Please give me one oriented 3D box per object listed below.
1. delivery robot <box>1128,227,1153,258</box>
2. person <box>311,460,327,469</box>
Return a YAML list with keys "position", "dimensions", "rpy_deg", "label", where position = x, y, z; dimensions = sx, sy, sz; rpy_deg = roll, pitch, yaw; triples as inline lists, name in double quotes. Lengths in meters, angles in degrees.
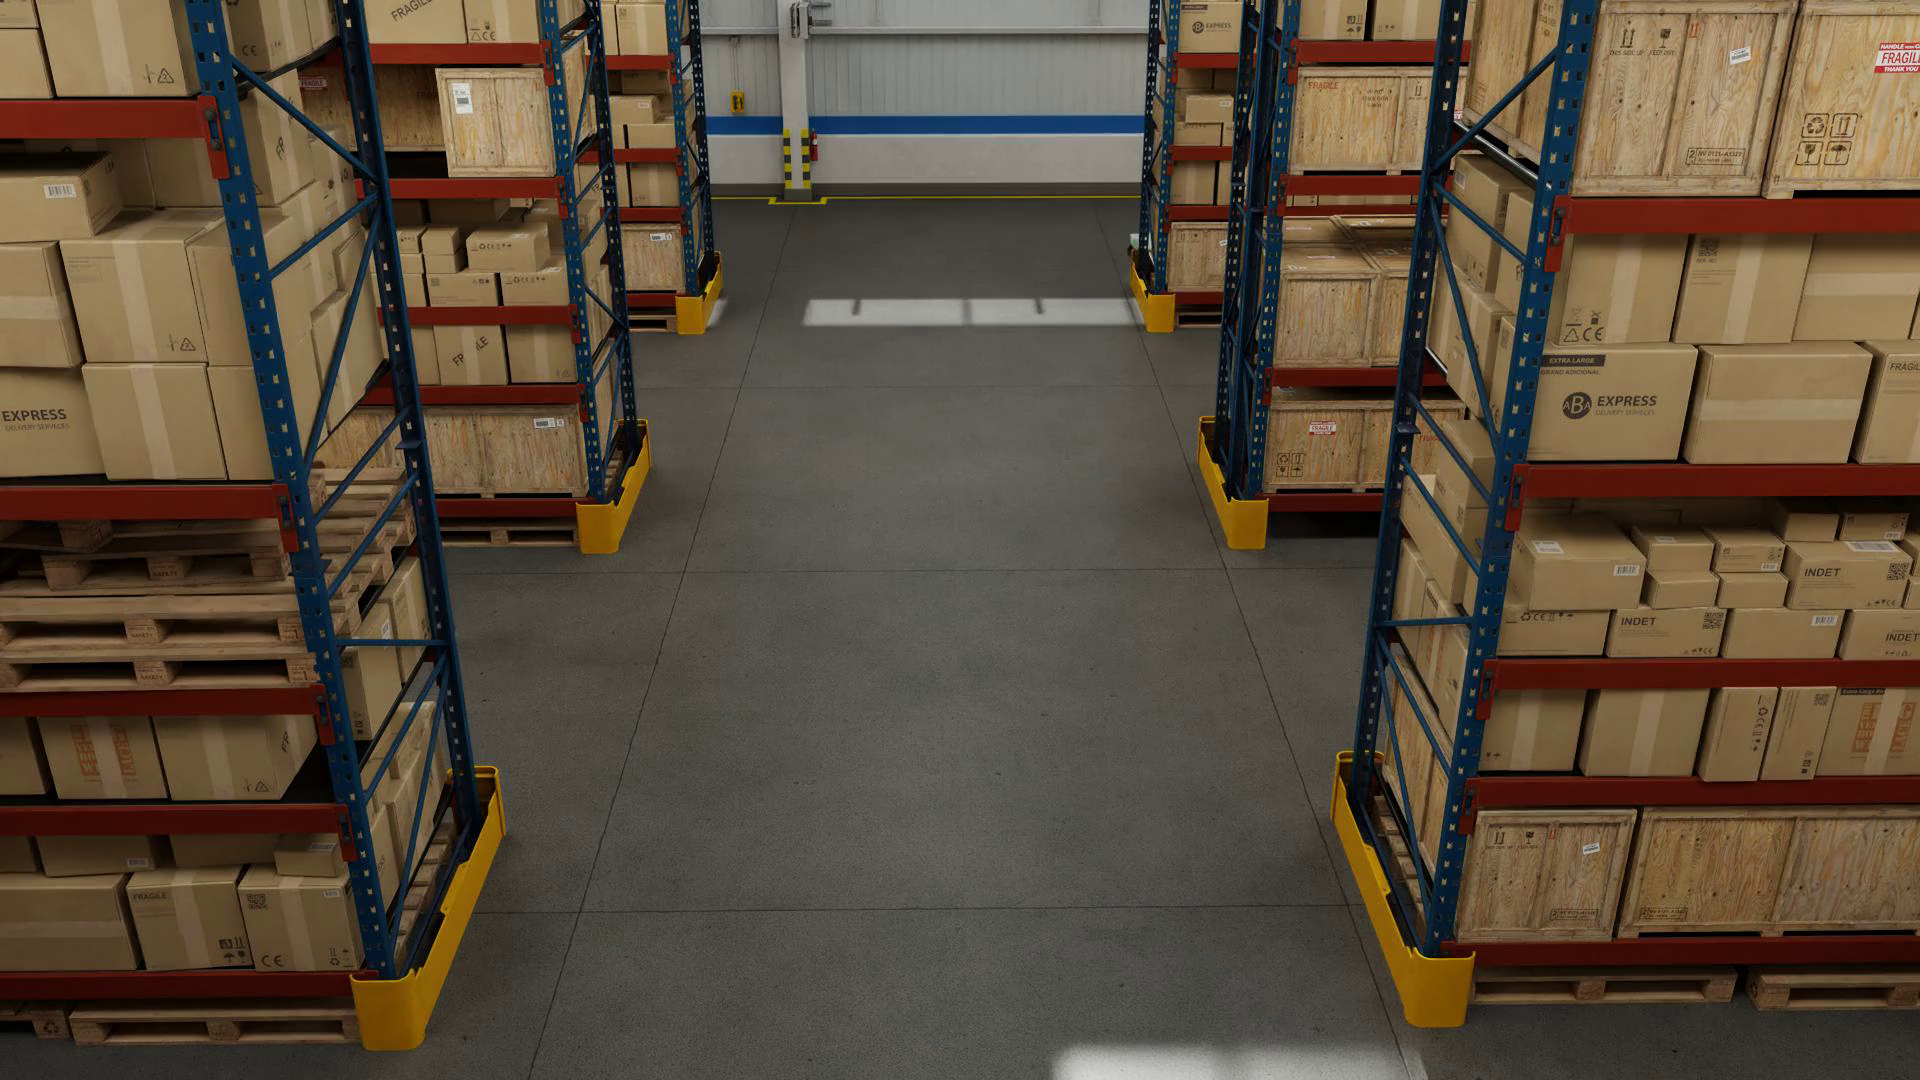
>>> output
- position: [2.861, -4.270, 24.596]
  dimensions: [0.701, 0.535, 0.667]
  rpy_deg: [0, 25, -1]
  label: "delivery robot"
- position: [-5.199, 0.095, 13.848]
  dimensions: [0.547, 1.602, 0.426]
  rpy_deg: [5, 26, 10]
  label: "person"
